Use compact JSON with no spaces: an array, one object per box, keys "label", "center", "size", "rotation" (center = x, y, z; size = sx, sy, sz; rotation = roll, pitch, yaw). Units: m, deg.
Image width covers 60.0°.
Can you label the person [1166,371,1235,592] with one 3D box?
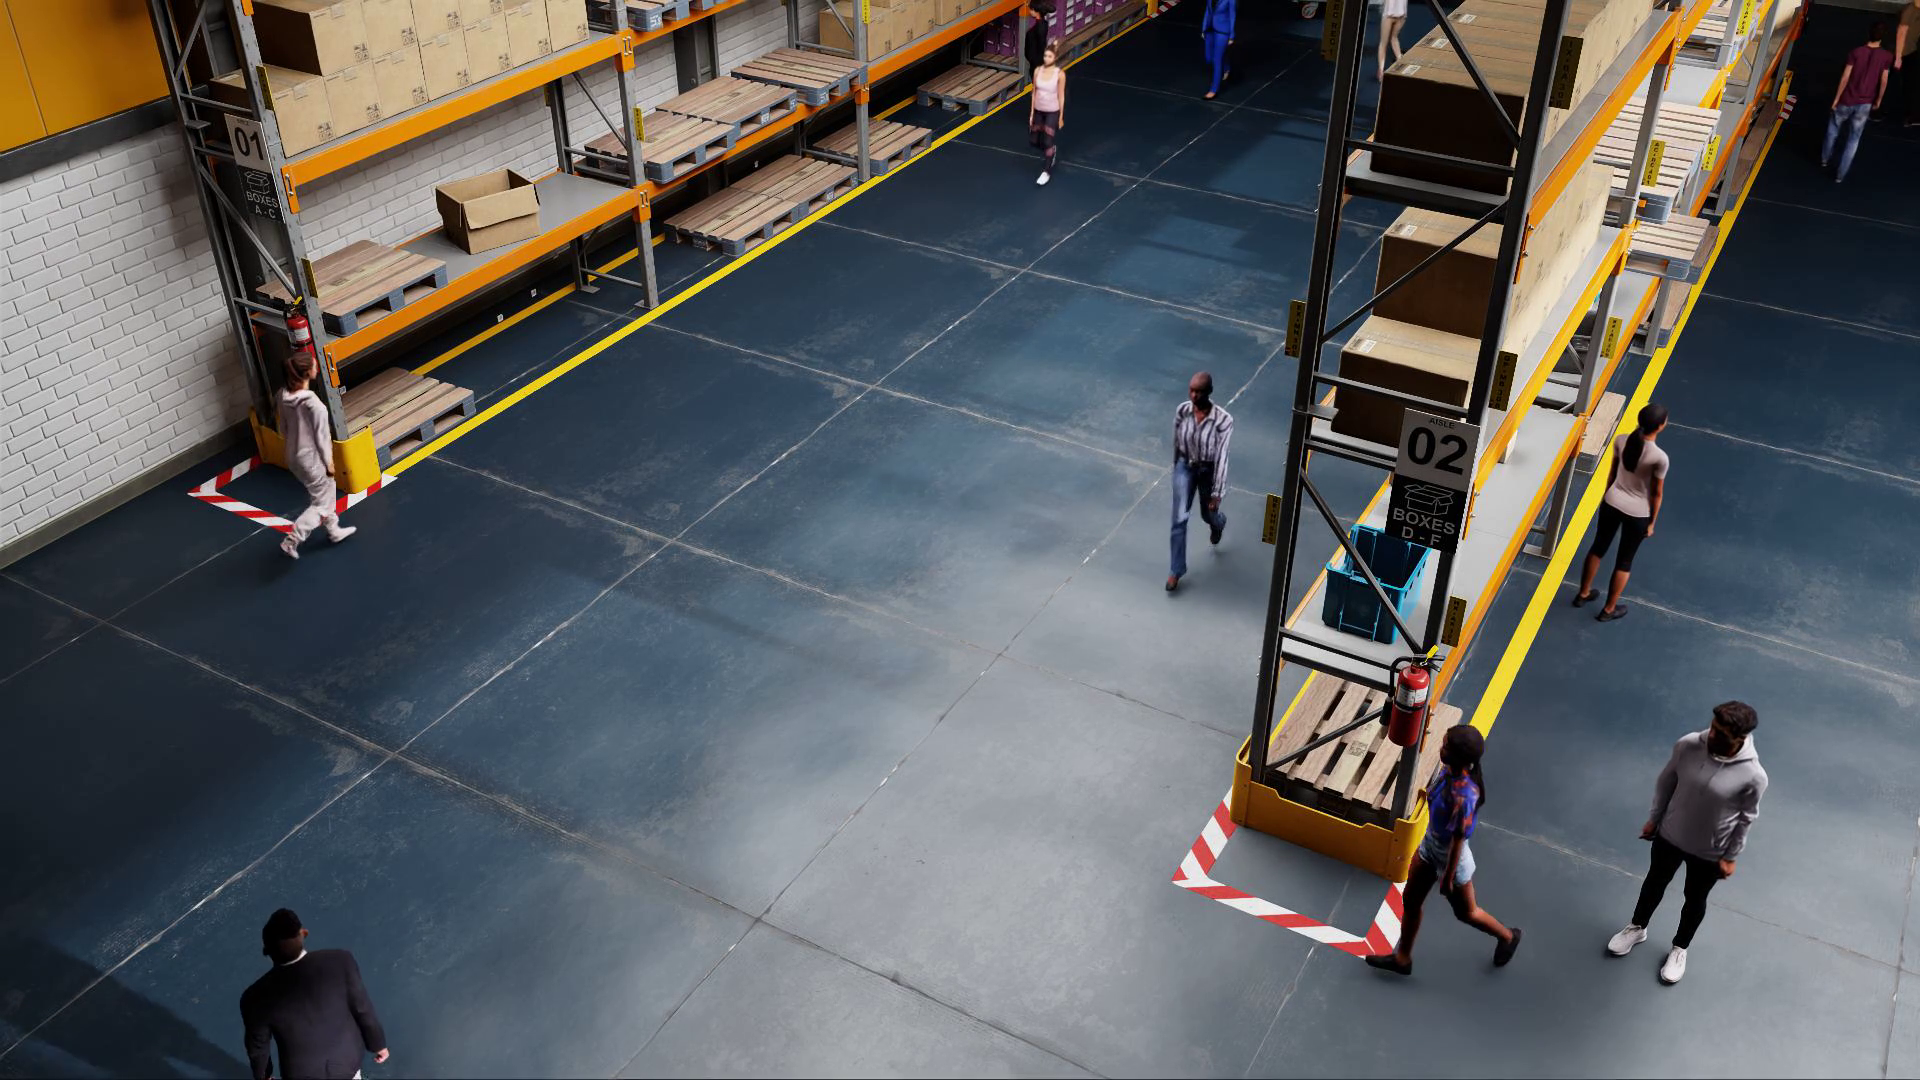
[{"label":"person","center":[1.831,-0.493,12.507],"size":[0.670,1.768,1.043],"rotation":[15,36,21]}]

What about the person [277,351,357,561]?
[{"label":"person","center":[-5.048,-0.581,12.746],"size":[0.678,1.650,0.954],"rotation":[19,38,26]}]

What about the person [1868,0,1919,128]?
[{"label":"person","center":[11.800,-6.157,20.983],"size":[1.170,1.819,1.113],"rotation":[-17,37,-24]}]

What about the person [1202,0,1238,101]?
[{"label":"person","center":[3.455,-6.679,21.888],"size":[0.959,1.686,0.783],"rotation":[-27,42,-35]}]

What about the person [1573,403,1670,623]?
[{"label":"person","center":[4.835,-0.208,12.100],"size":[0.655,1.744,0.666],"rotation":[-23,40,-31]}]

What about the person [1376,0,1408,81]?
[{"label":"person","center":[5.883,-7.089,22.538],"size":[0.871,1.649,0.782],"rotation":[16,37,22]}]

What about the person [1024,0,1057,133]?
[{"label":"person","center":[0.977,-5.925,20.795],"size":[0.740,1.640,0.666],"rotation":[2,34,3]}]

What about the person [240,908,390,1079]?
[{"label":"person","center":[-2.966,2.506,7.846],"size":[0.988,1.933,0.983],"rotation":[-25,41,-32]}]

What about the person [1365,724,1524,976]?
[{"label":"person","center":[2.780,1.754,9.180],"size":[1.021,1.708,1.137],"rotation":[0,34,0]}]

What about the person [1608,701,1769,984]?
[{"label":"person","center":[4.065,1.621,9.183],"size":[0.726,1.926,0.658],"rotation":[27,42,34]}]

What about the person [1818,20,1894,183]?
[{"label":"person","center":[10.433,-5.076,19.351],"size":[0.775,1.825,1.023],"rotation":[11,35,17]}]

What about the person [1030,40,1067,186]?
[{"label":"person","center":[1.042,-5.009,19.424],"size":[0.585,1.632,0.814],"rotation":[16,37,22]}]
